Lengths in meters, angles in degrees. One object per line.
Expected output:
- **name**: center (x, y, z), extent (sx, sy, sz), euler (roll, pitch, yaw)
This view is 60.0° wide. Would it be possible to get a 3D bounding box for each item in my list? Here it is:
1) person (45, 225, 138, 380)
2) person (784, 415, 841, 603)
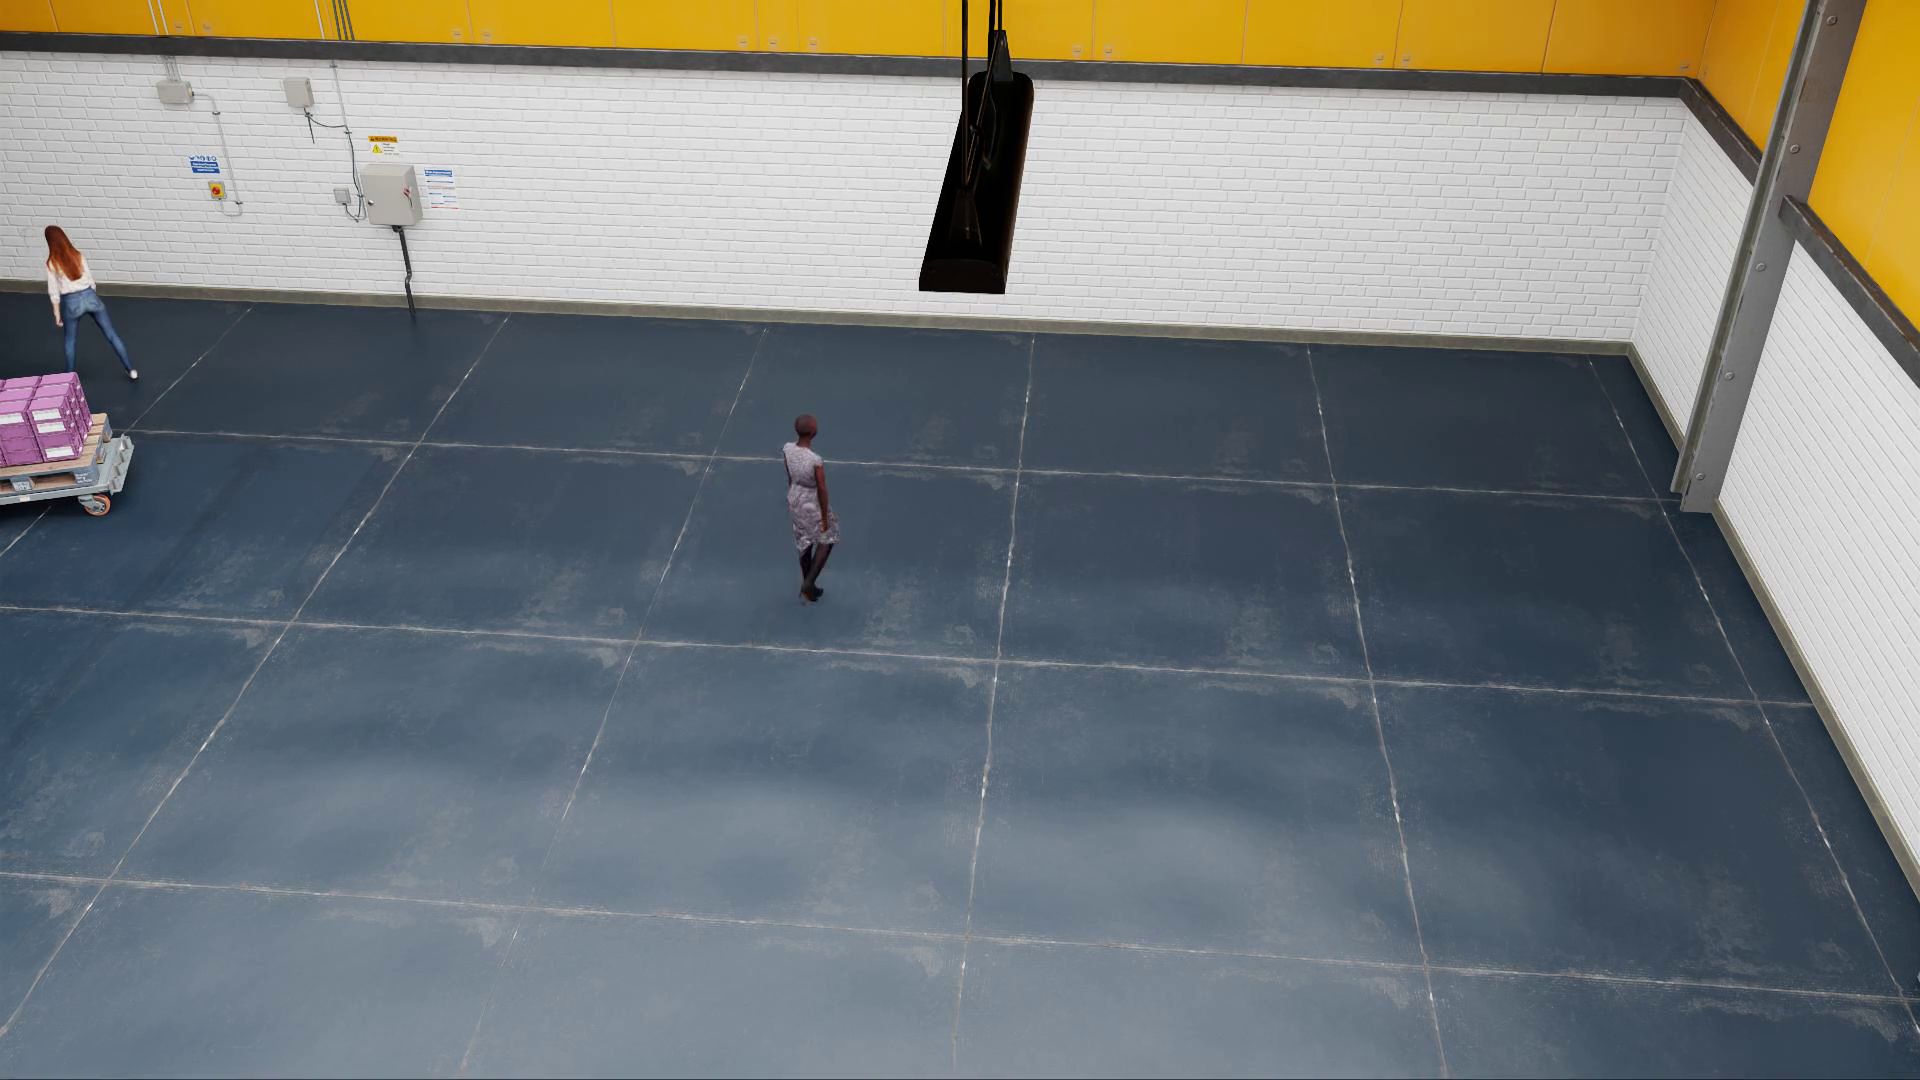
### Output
- **person**: center (-9.056, -2.383, 17.071), extent (0.977, 1.689, 1.026), euler (-22, 40, -30)
- **person**: center (-1.319, -0.196, 13.701), extent (0.807, 1.778, 0.877), euler (21, 39, 28)
